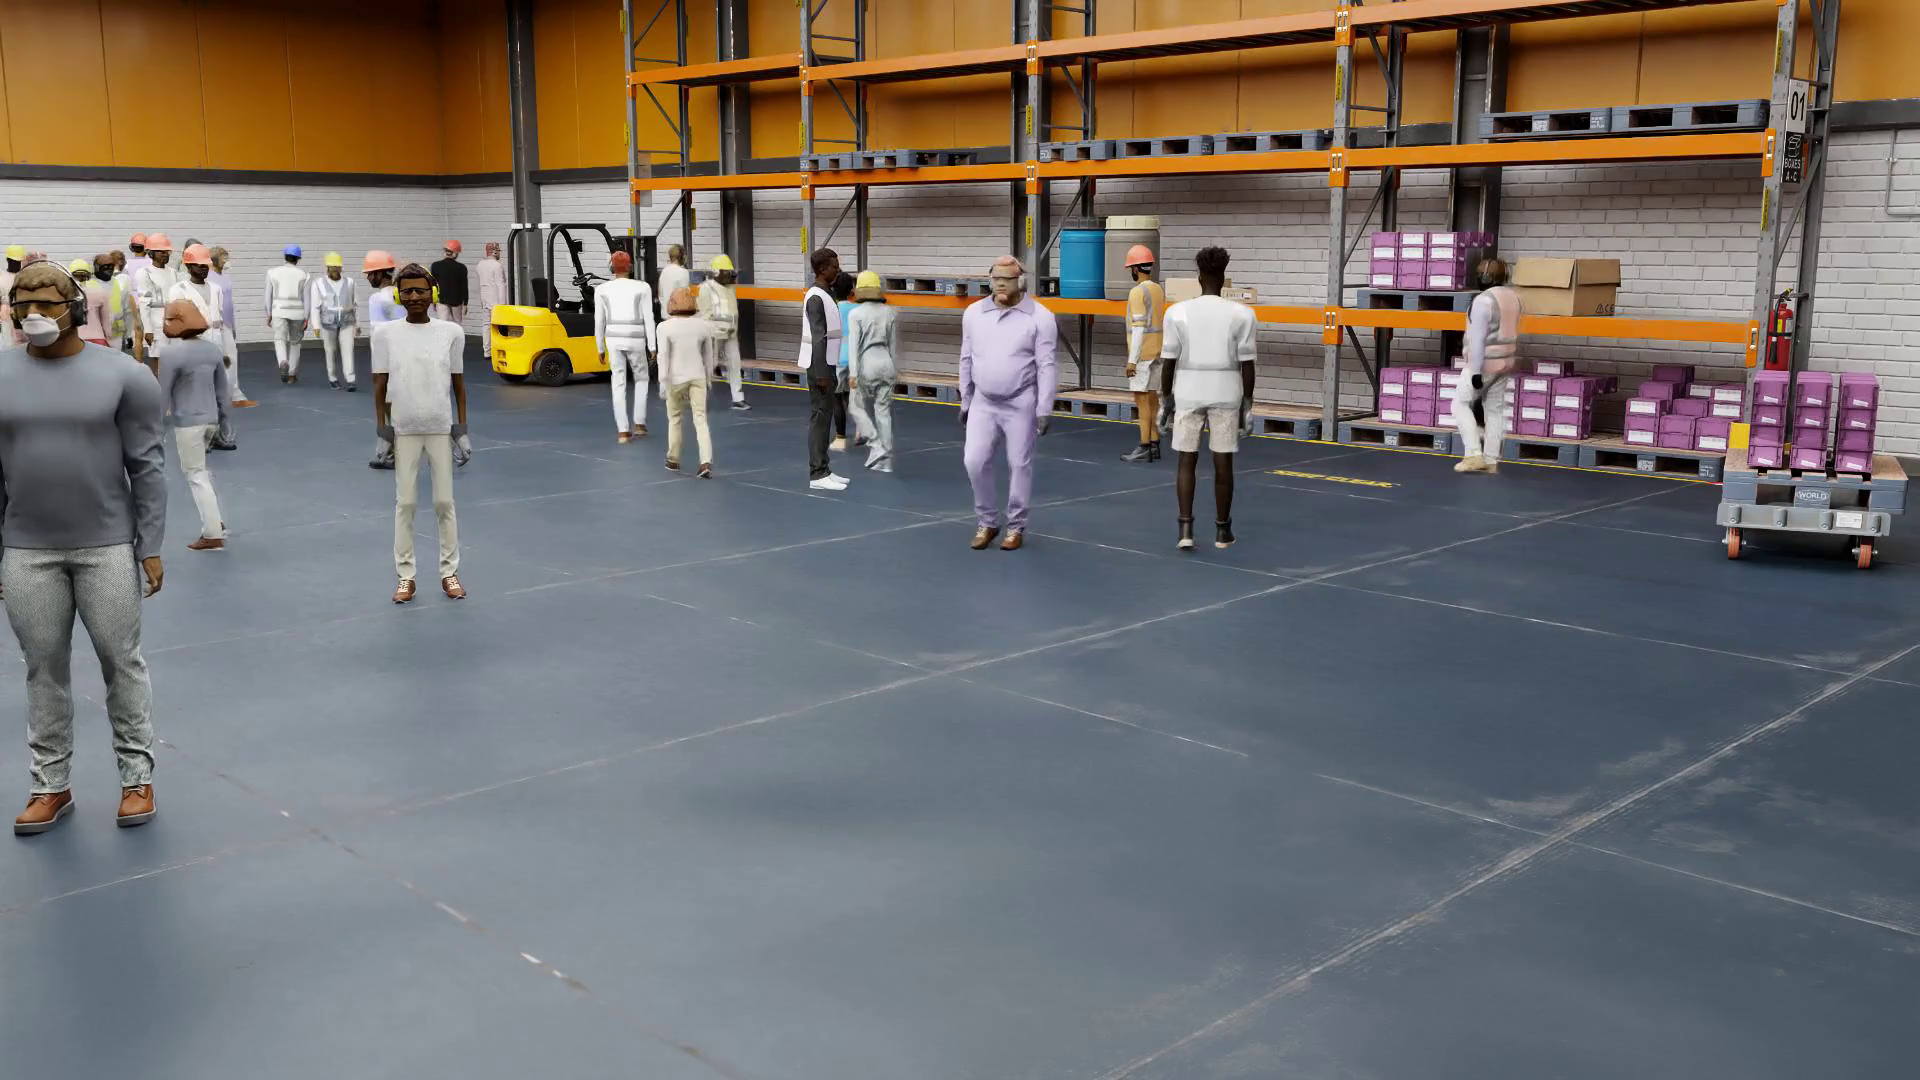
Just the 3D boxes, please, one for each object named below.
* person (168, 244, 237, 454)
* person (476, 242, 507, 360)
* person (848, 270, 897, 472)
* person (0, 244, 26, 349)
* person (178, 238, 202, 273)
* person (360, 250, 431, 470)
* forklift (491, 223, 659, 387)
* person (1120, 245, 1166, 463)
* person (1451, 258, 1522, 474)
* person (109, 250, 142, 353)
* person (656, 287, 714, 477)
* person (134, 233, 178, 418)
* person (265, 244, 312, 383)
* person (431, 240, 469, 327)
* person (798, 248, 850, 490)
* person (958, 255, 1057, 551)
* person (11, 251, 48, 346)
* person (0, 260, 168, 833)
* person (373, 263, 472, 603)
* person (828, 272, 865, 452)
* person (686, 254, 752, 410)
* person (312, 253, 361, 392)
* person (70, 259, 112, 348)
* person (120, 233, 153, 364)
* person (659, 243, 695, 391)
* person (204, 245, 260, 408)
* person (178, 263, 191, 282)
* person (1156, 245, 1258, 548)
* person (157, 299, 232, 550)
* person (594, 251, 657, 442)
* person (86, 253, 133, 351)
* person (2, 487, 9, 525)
[{"bbox_3d":[-7.054,-1.777,15.515,0.358,1.938,0.542,5,12,25],"label":"person"},{"bbox_3d":[-7.560,-3.875,27.040,0.645,1.907,0.400,9,14,41],"label":"person"},{"bbox_3d":[-0.764,-1.438,14.249,0.542,1.719,0.421,-8,13,-38],"label":"person"},{"bbox_3d":[-12.188,-2.849,21.450,0.630,1.901,0.458,-9,13,-39],"label":"person"},{"bbox_3d":[-11.633,-3.635,25.367,0.535,2.000,0.853,-5,11,-24],"label":"person"},{"bbox_3d":[-4.770,-1.520,14.232,0.776,1.908,0.548,3,11,17],"label":"person"},{"bbox_3d":[-5.316,-3.263,22.920,2.313,2.155,1.214,-10,14,-44],"label":"forklift"},{"bbox_3d":[1.619,-1.658,14.882,0.381,1.931,0.548,6,12,30],"label":"person"},{"bbox_3d":[4.453,-1.463,14.108,0.635,1.829,0.492,-8,13,-36],"label":"person"},{"bbox_3d":[-11.336,-2.999,22.505,0.552,1.812,0.750,3,11,17],"label":"person"},{"bbox_3d":[-2.309,-1.335,14.049,0.520,1.592,0.866,-6,12,-28],"label":"person"},{"bbox_3d":[-8.851,-2.382,18.528,0.377,2.041,0.616,2,11,12],"label":"person"},{"bbox_3d":[-9.084,-3.051,22.534,0.626,1.913,0.766,-4,11,-19],"label":"person"},{"bbox_3d":[-8.290,-3.892,27.026,0.626,1.947,0.868,-1,10,-8],"label":"person"},{"bbox_3d":[-1.097,-1.370,13.343,0.392,1.922,0.590,0,10,1],"label":"person"},{"bbox_3d":[0.274,-0.856,10.613,0.679,1.887,0.540,4,11,19],"label":"person"},{"bbox_3d":[-10.491,-2.339,18.876,0.662,1.854,0.993,8,13,36],"label":"person"},{"bbox_3d":[-3.025,0.029,5.666,0.631,1.940,0.372,-3,11,-14],"label":"person"},{"bbox_3d":[-2.977,-0.588,9.217,0.508,1.872,0.329,-4,11,-20],"label":"person"},{"bbox_3d":[-1.113,-1.664,15.593,0.538,1.688,0.363,-9,14,-41],"label":"person"},{"bbox_3d":[-2.825,-2.419,19.375,0.841,1.806,0.586,8,13,37],"label":"person"},{"bbox_3d":[-8.091,-2.817,21.591,0.614,1.789,0.917,-5,12,-28],"label":"person"},{"bbox_3d":[-9.516,-2.166,18.104,0.534,1.767,0.313,-10,14,-44],"label":"person"},{"bbox_3d":[-11.697,-3.361,23.861,0.608,2.045,0.391,-2,11,-11],"label":"person"},{"bbox_3d":[-3.640,-2.854,21.481,0.589,1.948,0.637,-7,12,-33],"label":"person"},{"bbox_3d":[-8.716,-2.472,19.402,0.860,1.913,0.641,-1,10,-5],"label":"person"},{"bbox_3d":[-9.715,-2.771,21.158,0.564,1.854,0.446,-8,13,-37],"label":"person"},{"bbox_3d":[1.599,-0.913,10.747,0.629,1.968,0.394,2,11,11],"label":"person"},{"bbox_3d":[-4.942,-0.726,10.665,0.430,1.617,0.503,2,11,12],"label":"person"},{"bbox_3d":[-3.287,-1.910,16.436,0.623,1.861,0.652,0,10,-1],"label":"person"},{"bbox_3d":[-9.651,-2.320,18.795,0.471,1.815,0.641,7,12,32],"label":"person"},{"bbox_3d":[-6.962,-0.971,11.279,0.782,1.880,0.648,3,11,14],"label":"person"}]
